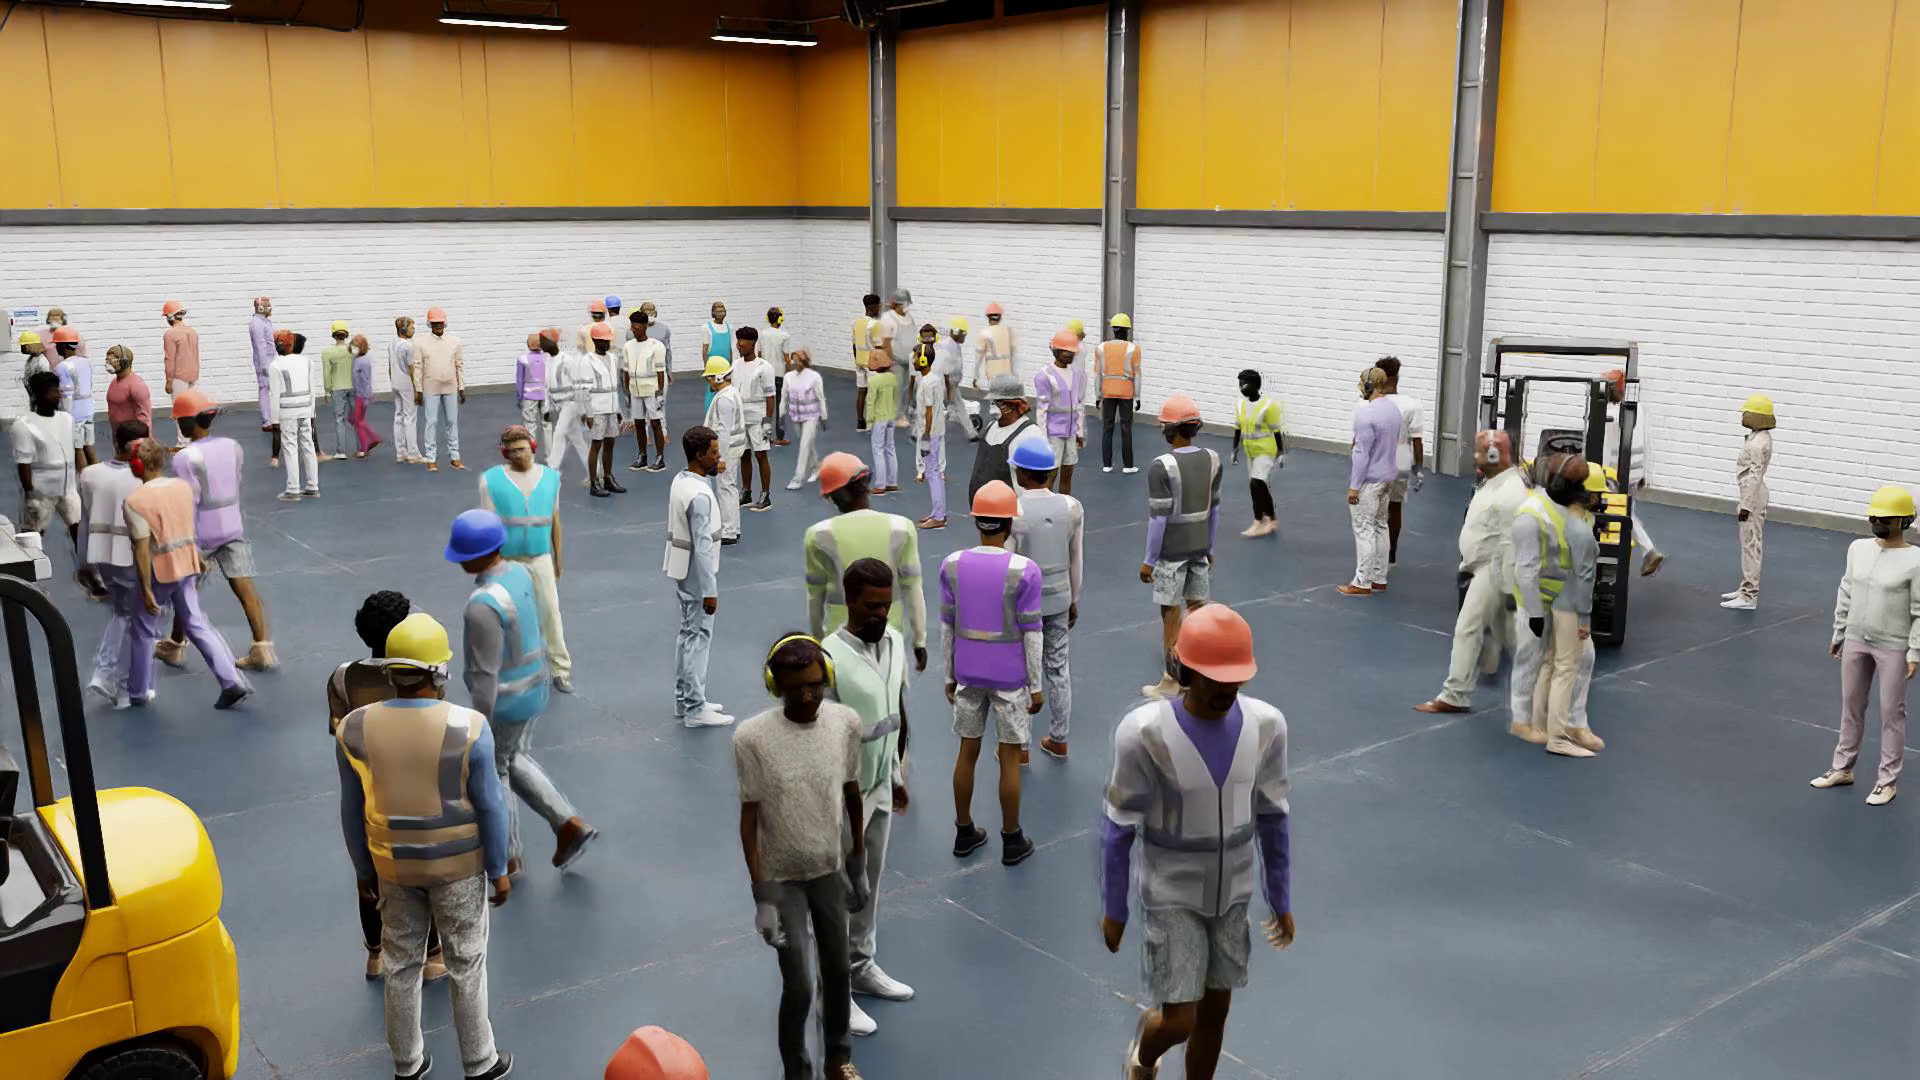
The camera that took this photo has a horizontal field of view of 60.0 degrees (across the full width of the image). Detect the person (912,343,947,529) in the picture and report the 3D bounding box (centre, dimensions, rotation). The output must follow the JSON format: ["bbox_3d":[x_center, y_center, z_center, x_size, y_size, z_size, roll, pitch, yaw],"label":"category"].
[{"bbox_3d":[-0.312,-1.038,16.702,0.342,1.864,0.515,1,12,4],"label":"person"}]

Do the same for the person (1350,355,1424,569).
[{"bbox_3d":[3.779,-0.660,14.729,0.647,1.926,0.826,3,12,15],"label":"person"}]

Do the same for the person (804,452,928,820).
[{"bbox_3d":[-0.516,0.512,8.940,0.632,1.969,0.926,-3,12,-15],"label":"person"}]

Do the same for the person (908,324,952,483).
[{"bbox_3d":[-0.347,-1.587,19.349,0.510,1.861,0.324,0,12,-1],"label":"person"}]

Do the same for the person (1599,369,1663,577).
[{"bbox_3d":[5.707,-0.526,14.211,0.653,1.858,0.546,-8,14,-33],"label":"person"}]

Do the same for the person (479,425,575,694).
[{"bbox_3d":[-2.990,0.100,11.358,0.579,1.805,0.934,-7,14,-31],"label":"person"}]

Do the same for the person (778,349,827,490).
[{"bbox_3d":[-1.795,-1.400,19.083,0.542,1.590,0.885,6,13,28],"label":"person"}]

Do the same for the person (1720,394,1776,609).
[{"bbox_3d":[6.390,-0.313,13.466,0.288,1.746,0.484,6,13,28],"label":"person"}]

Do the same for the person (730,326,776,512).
[{"bbox_3d":[-2.221,-1.286,17.626,0.613,1.965,0.361,9,15,36],"label":"person"}]

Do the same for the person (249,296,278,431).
[{"bbox_3d":[-9.839,-2.499,23.629,0.407,1.910,0.639,-4,12,-20],"label":"person"}]

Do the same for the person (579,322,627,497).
[{"bbox_3d":[-3.958,-1.454,18.508,0.357,1.936,0.551,6,13,28],"label":"person"}]

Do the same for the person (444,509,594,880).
[{"bbox_3d":[-2.173,0.756,7.929,0.579,1.898,0.650,1,12,3],"label":"person"}]

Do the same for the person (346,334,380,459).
[{"bbox_3d":[-7.613,-1.815,21.063,0.337,1.603,0.542,-6,13,-28],"label":"person"}]

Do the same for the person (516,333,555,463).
[{"bbox_3d":[-5.253,-1.752,20.692,0.520,1.630,0.321,-7,14,-31],"label":"person"}]

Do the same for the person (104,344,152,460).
[{"bbox_3d":[-7.844,-0.880,15.733,0.627,1.940,0.372,10,16,41],"label":"person"}]

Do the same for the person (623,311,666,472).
[{"bbox_3d":[-3.814,-1.794,20.114,0.598,1.958,0.373,5,13,24],"label":"person"}]

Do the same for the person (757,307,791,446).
[{"bbox_3d":[-2.475,-2.177,22.210,0.521,1.857,0.343,4,12,20],"label":"person"}]

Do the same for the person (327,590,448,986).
[{"bbox_3d":[-2.380,1.047,7.012,0.530,1.697,0.321,3,12,15],"label":"person"}]

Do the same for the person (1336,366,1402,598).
[{"bbox_3d":[3.433,-0.483,13.850,0.381,1.928,0.641,9,15,38],"label":"person"}]

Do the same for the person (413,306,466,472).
[{"bbox_3d":[-6.313,-1.835,20.208,0.612,1.995,0.376,-7,14,-31],"label":"person"}]

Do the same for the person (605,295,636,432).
[{"bbox_3d":[-4.811,-2.460,23.375,0.604,1.939,0.414,-10,15,-40],"label":"person"}]

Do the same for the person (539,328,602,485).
[{"bbox_3d":[-4.525,-1.496,18.952,0.985,1.826,0.609,-8,14,-35],"label":"person"}]

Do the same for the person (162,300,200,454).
[{"bbox_3d":[-10.093,-2.107,21.569,0.412,1.980,0.630,2,12,11],"label":"person"}]

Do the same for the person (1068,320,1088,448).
[{"bbox_3d":[1.517,-2.087,22.135,0.340,1.703,0.641,-3,12,-14],"label":"person"}]

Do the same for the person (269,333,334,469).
[{"bbox_3d":[-8.218,-1.713,20.467,0.574,1.647,0.681,1,12,6],"label":"person"}]

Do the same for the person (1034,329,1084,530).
[{"bbox_3d":[1.008,-1.061,16.395,0.611,2.032,0.411,-11,16,-43],"label":"person"}]

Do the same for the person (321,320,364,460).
[{"bbox_3d":[-7.801,-1.898,21.071,0.525,1.769,0.310,-9,15,-38],"label":"person"}]

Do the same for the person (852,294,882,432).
[{"bbox_3d":[-1.269,-2.483,23.412,0.365,1.962,0.614,-10,15,-39],"label":"person"}]

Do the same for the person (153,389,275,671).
[{"bbox_3d":[-5.303,-0.060,11.646,1.006,1.990,0.622,5,13,22],"label":"person"}]

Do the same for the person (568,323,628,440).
[{"bbox_3d":[-4.993,-2.190,22.912,0.811,1.597,0.509,-4,12,-19],"label":"person"}]

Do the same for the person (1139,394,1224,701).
[{"bbox_3d":[1.432,0.062,10.927,0.605,2.045,0.379,-8,14,-35],"label":"person"}]

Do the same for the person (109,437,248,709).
[{"bbox_3d":[-5.105,0.225,10.734,0.950,1.798,0.577,4,12,17],"label":"person"}]

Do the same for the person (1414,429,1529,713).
[{"bbox_3d":[3.466,0.210,10.685,0.909,1.867,0.642,3,12,12],"label":"person"}]
